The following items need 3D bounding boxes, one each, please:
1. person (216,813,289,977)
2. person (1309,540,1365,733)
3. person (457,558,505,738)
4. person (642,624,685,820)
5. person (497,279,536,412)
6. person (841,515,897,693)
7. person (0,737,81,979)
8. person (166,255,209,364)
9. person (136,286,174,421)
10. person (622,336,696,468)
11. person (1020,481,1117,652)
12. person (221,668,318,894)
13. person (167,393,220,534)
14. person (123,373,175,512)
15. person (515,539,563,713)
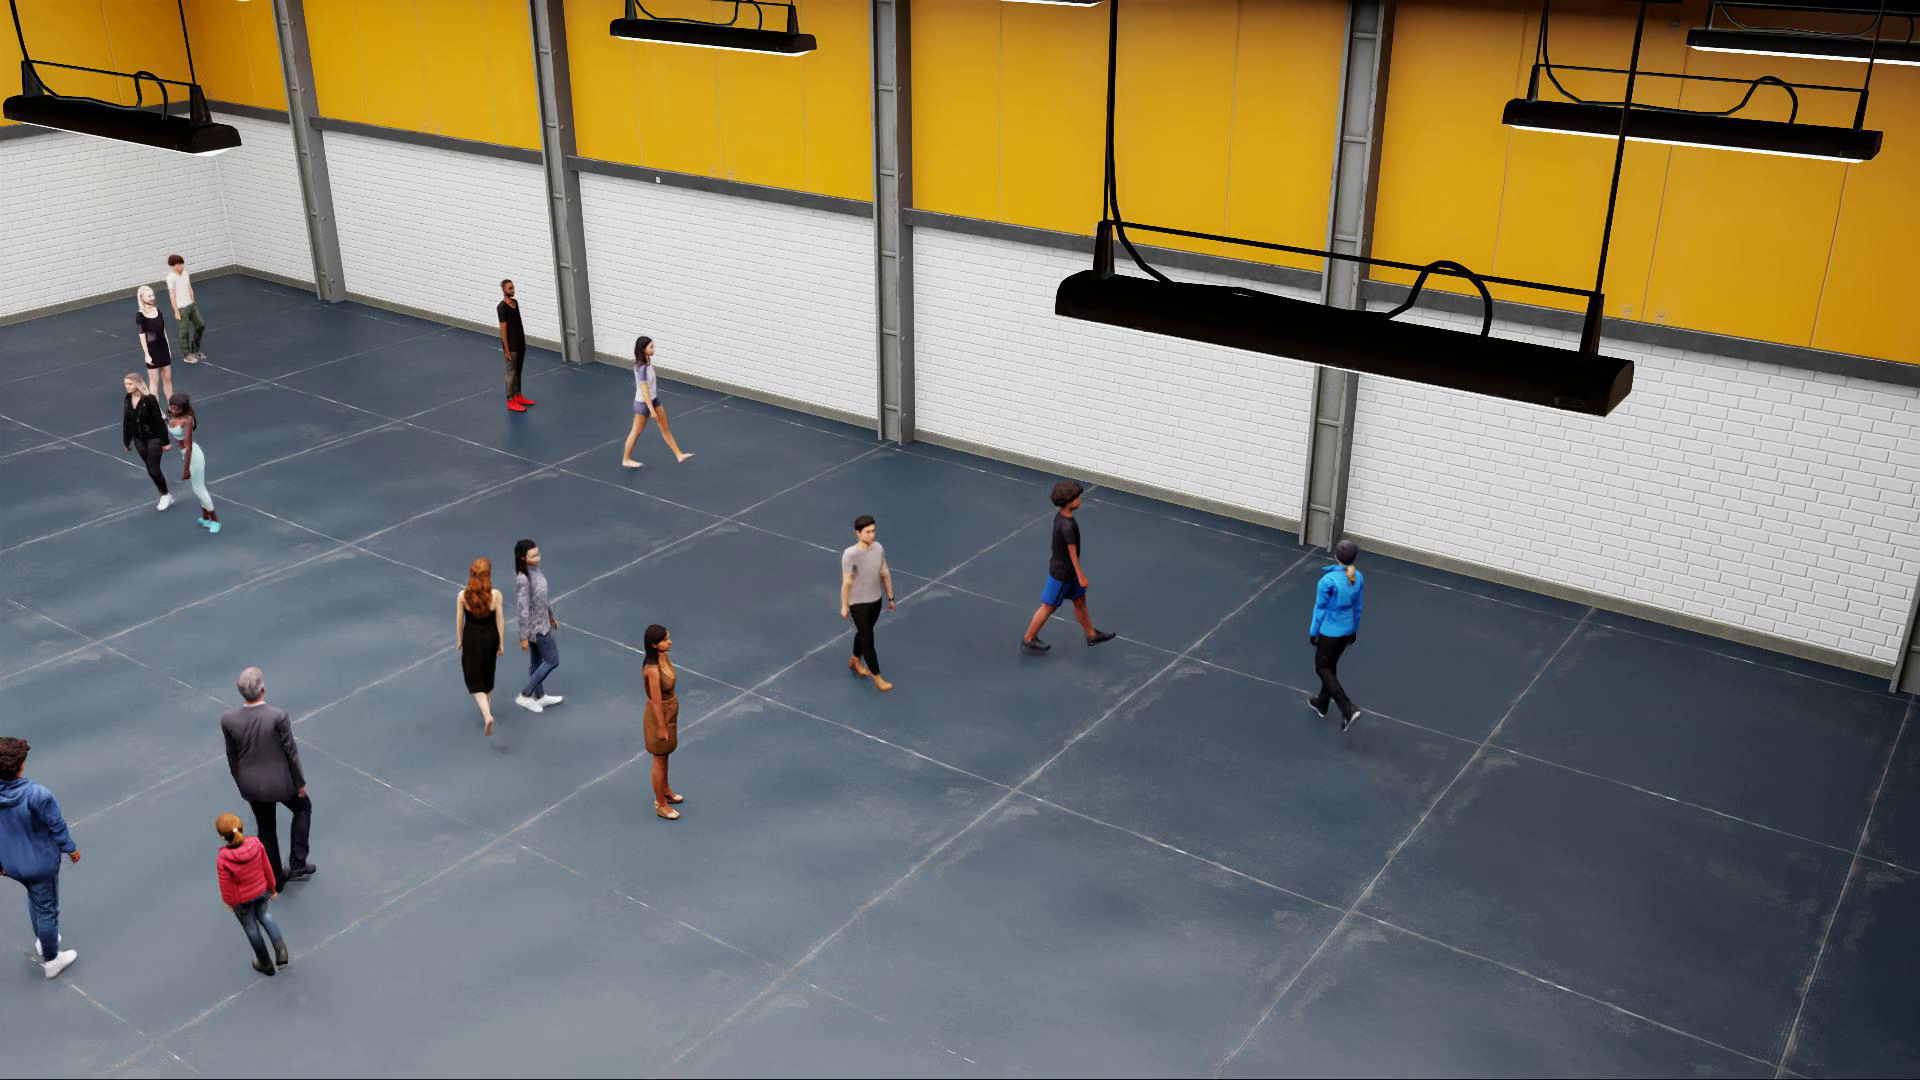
[{"bbox_3d":[-4.907,2.499,11.560,0.605,1.304,0.530,21,31,39],"label":"person"},{"bbox_3d":[3.350,0.870,14.700,0.969,1.773,1.113,-8,25,-18],"label":"person"},{"bbox_3d":[-4.214,0.969,14.701,0.902,1.590,1.075,-11,26,-24],"label":"person"},{"bbox_3d":[-2.421,1.450,13.477,0.667,1.690,0.643,1,24,2],"label":"person"},{"bbox_3d":[-6.134,-2.690,22.806,0.674,1.804,0.718,5,24,10],"label":"person"},{"bbox_3d":[-0.930,0.537,15.564,0.807,1.692,1.113,-18,29,-35],"label":"person"},{"bbox_3d":[-6.487,2.247,11.527,0.748,1.792,0.857,4,24,10],"label":"person"},{"bbox_3d":[-11.595,-3.440,24.724,0.694,1.641,0.666,9,25,21],"label":"person"},{"bbox_3d":[-10.827,-2.522,22.386,0.561,1.832,0.615,9,25,19],"label":"person"},{"bbox_3d":[-3.968,-1.665,20.617,1.218,1.679,1.030,1,24,1],"label":"person"},{"bbox_3d":[0.913,0.311,16.008,1.228,1.750,1.037,0,24,0],"label":"person"},{"bbox_3d":[-5.176,1.841,12.419,0.820,1.820,0.916,-1,24,-2],"label":"person"},{"bbox_3d":[-8.730,-0.922,18.897,0.828,1.695,0.614,-9,25,-21],"label":"person"},{"bbox_3d":[-9.455,-1.182,19.521,0.672,1.673,0.789,4,24,10],"label":"person"},{"bbox_3d":[-3.904,0.788,14.949,0.834,1.724,0.775,-6,24,-13],"label":"person"}]
